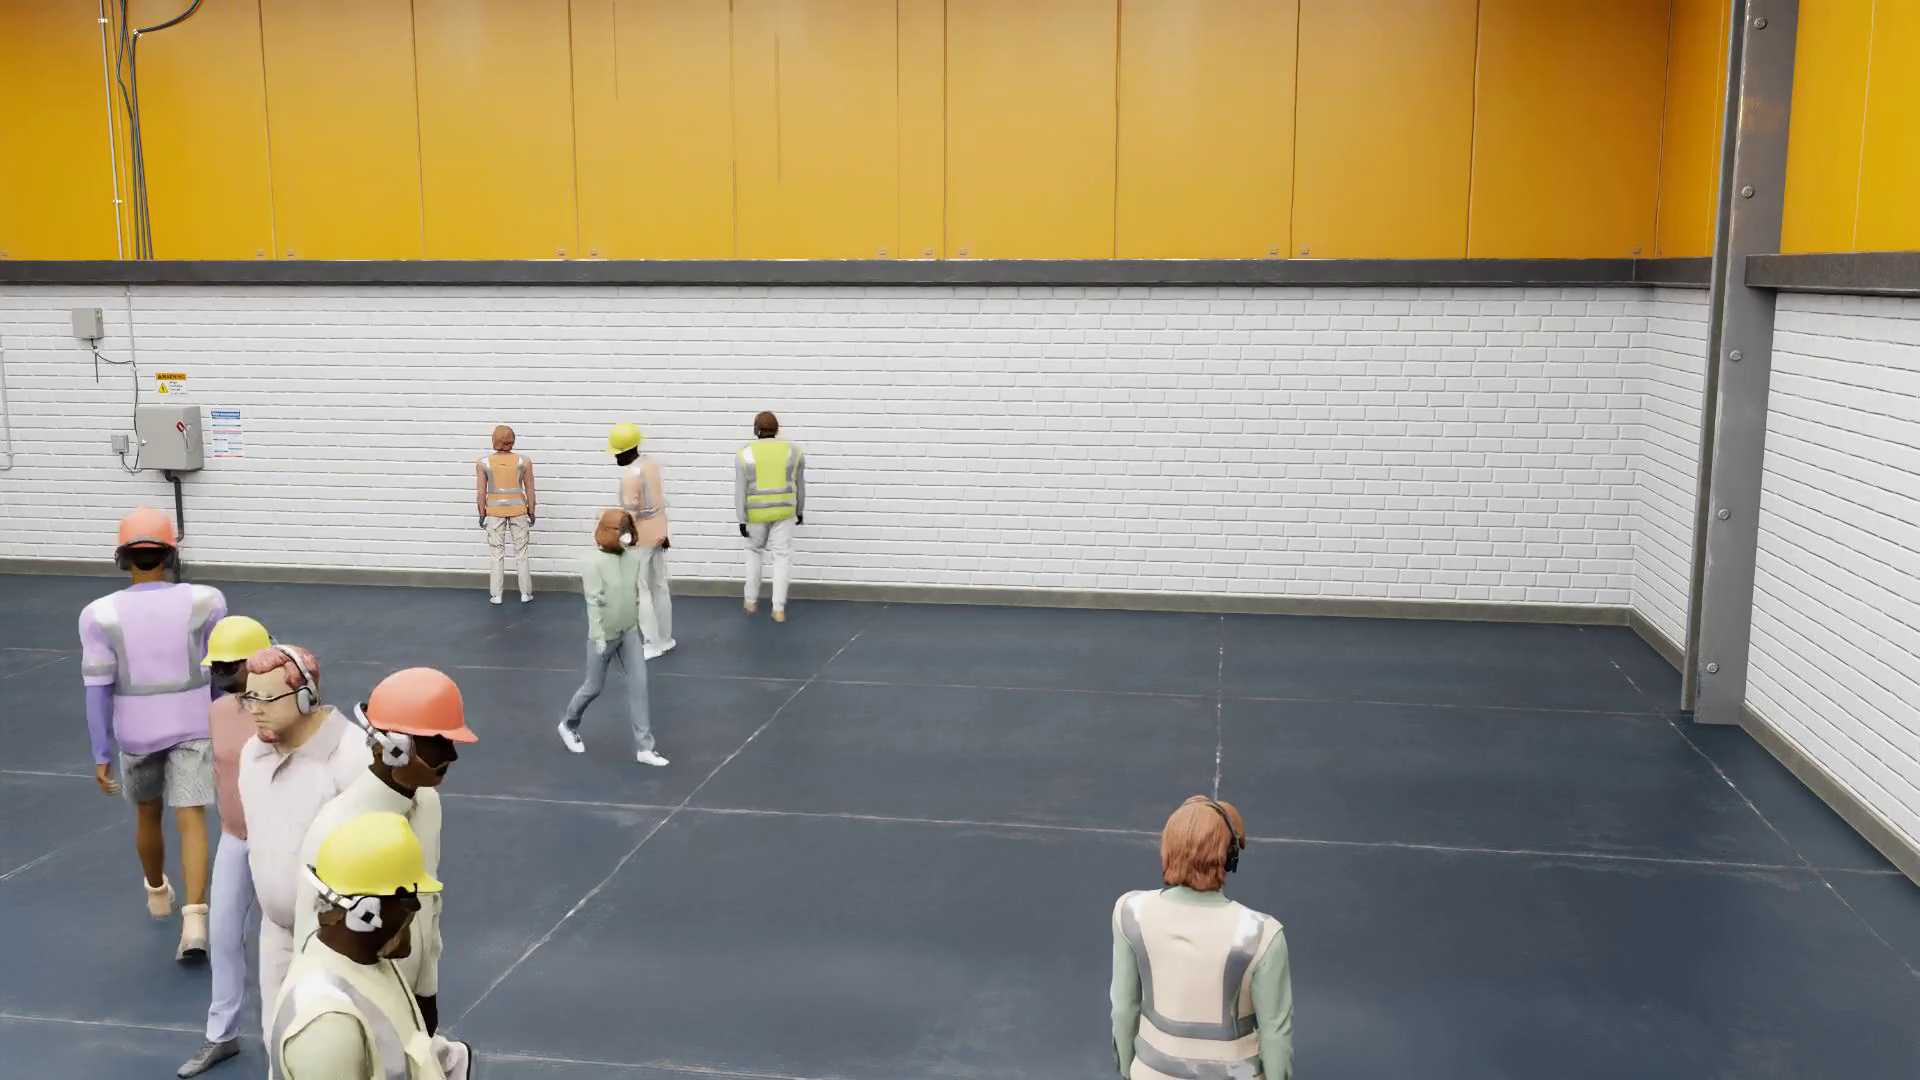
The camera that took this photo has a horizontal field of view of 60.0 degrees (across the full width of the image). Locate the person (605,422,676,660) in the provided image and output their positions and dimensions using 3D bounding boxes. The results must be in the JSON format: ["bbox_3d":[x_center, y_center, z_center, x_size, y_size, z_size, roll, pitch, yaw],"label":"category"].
[{"bbox_3d":[-2.482,-0.008,13.072,0.386,1.879,0.748,2,9,10],"label":"person"}]

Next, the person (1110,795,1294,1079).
[{"bbox_3d":[0.647,1.498,4.500,0.512,1.637,0.307,5,10,27],"label":"person"}]

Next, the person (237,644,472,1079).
[{"bbox_3d":[-2.006,1.224,5.455,0.652,1.880,0.780,4,10,24],"label":"person"}]

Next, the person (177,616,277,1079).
[{"bbox_3d":[-2.678,1.128,6.490,0.521,1.733,0.829,4,10,21],"label":"person"}]

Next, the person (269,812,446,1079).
[{"bbox_3d":[-1.478,1.521,3.902,0.836,1.789,0.628,-2,9,-13],"label":"person"}]

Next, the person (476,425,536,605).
[{"bbox_3d":[-4.113,-0.223,15.103,0.523,1.640,0.306,-3,10,-17],"label":"person"}]

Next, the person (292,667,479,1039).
[{"bbox_3d":[-1.605,1.324,4.625,0.586,1.950,0.638,1,9,7],"label":"person"}]

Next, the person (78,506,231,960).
[{"bbox_3d":[-3.559,0.849,7.430,0.600,2.002,1.061,-4,10,-24],"label":"person"}]

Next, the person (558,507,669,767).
[{"bbox_3d":[-2.177,0.578,10.284,0.815,1.602,0.494,7,11,35],"label":"person"}]

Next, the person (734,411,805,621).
[{"bbox_3d":[-1.678,-0.226,14.597,0.633,1.817,0.764,-2,9,-13],"label":"person"}]
